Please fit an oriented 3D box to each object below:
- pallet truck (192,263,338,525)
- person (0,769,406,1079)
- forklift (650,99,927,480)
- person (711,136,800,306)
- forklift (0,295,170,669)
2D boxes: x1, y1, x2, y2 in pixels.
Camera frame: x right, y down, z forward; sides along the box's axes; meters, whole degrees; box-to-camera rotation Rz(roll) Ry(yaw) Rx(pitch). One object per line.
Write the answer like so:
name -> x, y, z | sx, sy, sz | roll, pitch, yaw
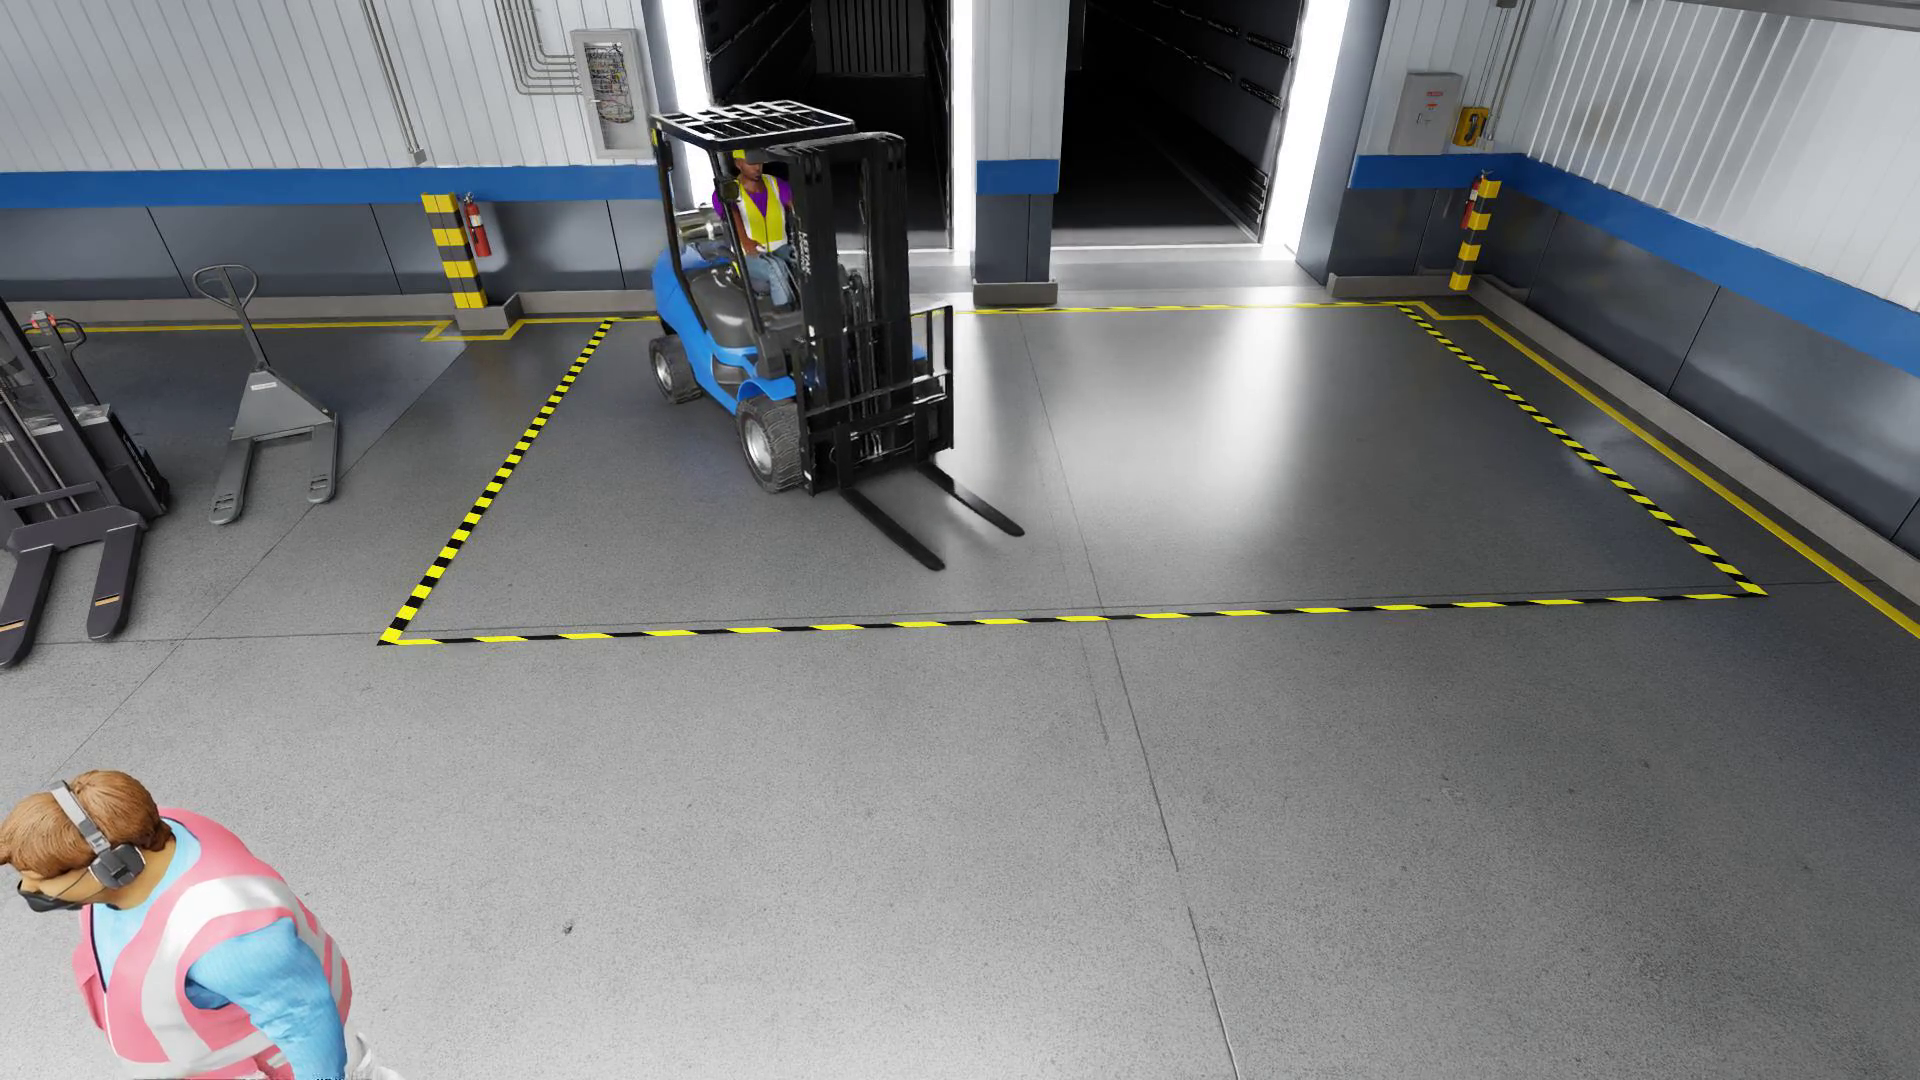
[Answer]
pallet truck -> -4.778, -1.027, 6.128 | 0.680, 1.201, 1.601 | -17, 38, -23
person -> -1.777, 1.248, 2.332 | 0.622, 1.844, 0.431 | 19, 39, 25
forklift -> -1.270, -1.874, 6.371 | 1.157, 2.036, 2.680 | -22, 41, -29
person -> -1.241, -1.997, 6.221 | 0.635, 1.293, 1.004 | -22, 41, -29
forklift -> -5.212, -0.618, 4.878 | 0.823, 1.965, 1.885 | -20, 39, -26
